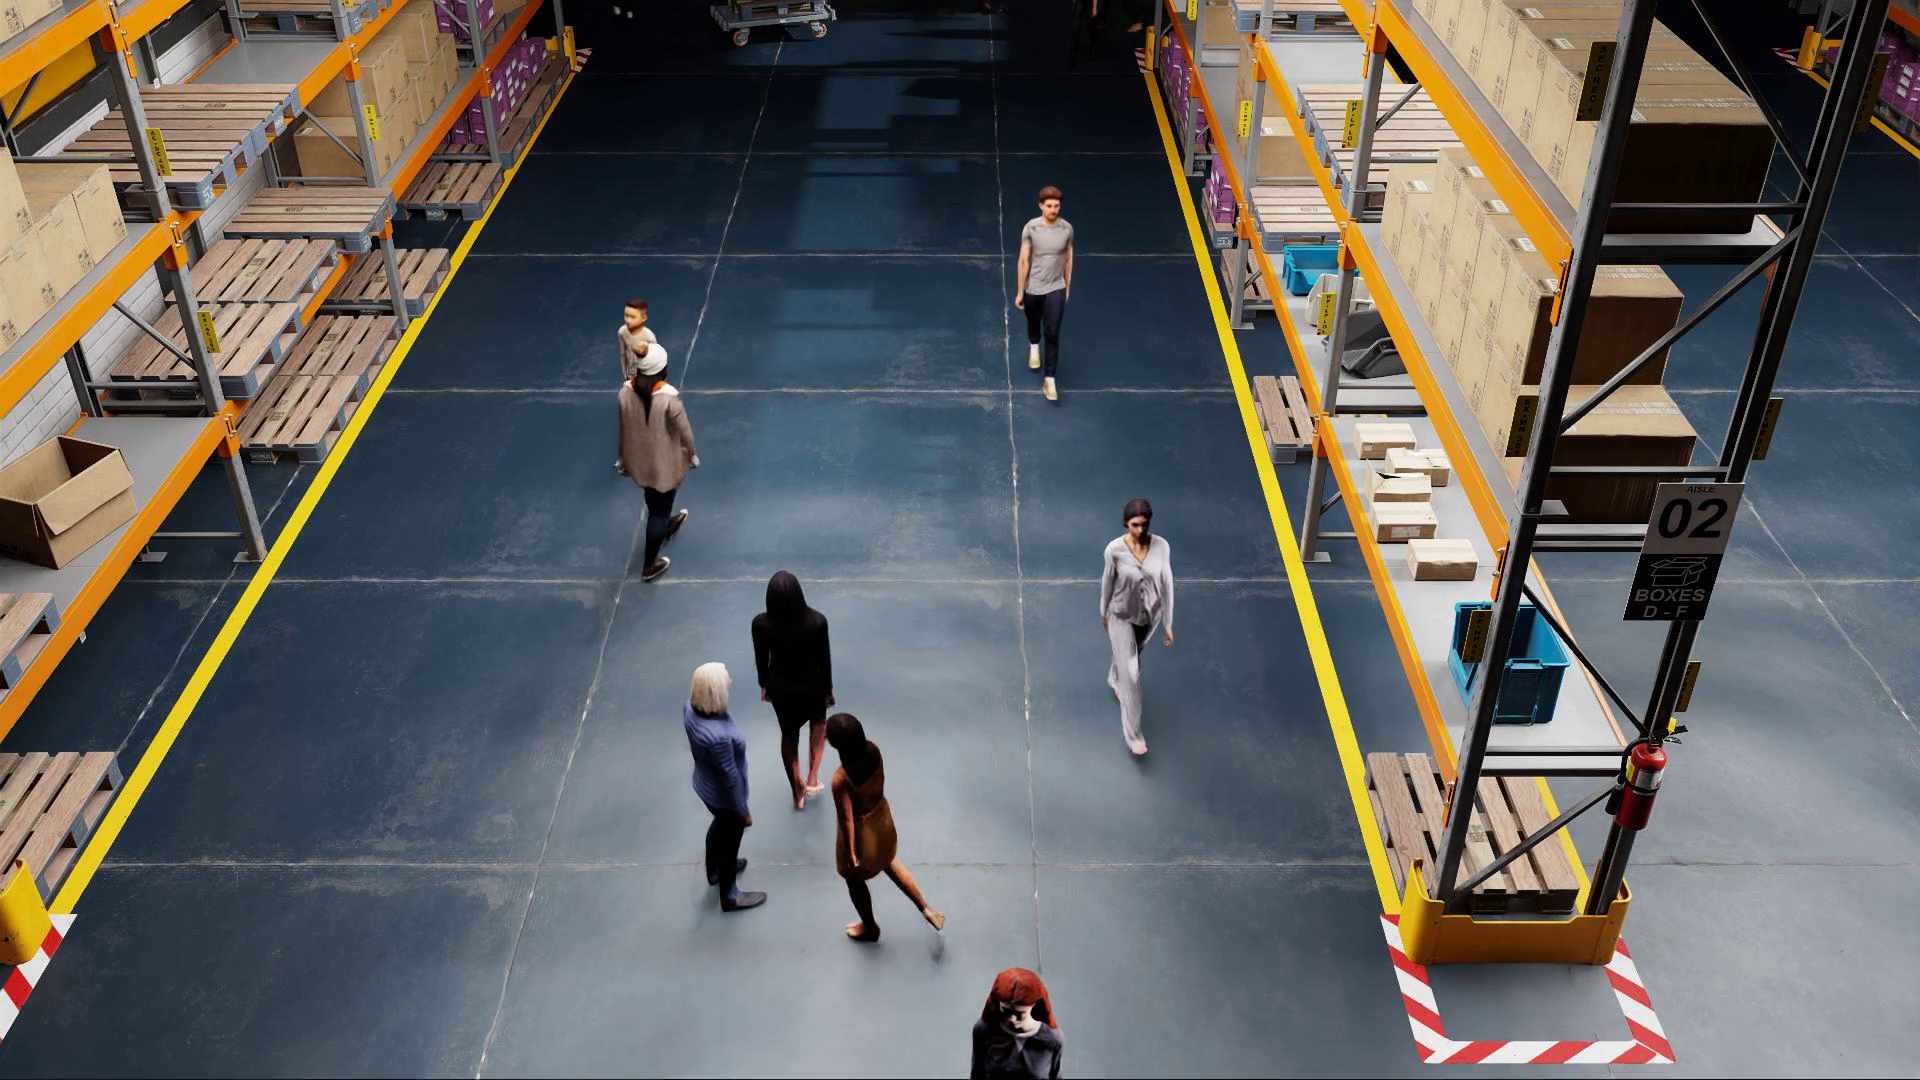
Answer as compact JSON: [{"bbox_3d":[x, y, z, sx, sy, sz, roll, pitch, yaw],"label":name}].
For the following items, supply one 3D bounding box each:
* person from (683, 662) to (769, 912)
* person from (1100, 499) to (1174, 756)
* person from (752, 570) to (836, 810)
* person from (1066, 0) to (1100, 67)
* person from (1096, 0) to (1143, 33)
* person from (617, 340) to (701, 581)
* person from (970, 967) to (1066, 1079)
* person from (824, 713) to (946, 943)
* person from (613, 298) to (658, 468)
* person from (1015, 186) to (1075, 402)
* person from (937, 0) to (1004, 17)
[{"bbox_3d":[-1.357,1.415,9.344,0.805,1.742,0.674,-17,37,-24],"label":"person"},{"bbox_3d":[1.114,0.449,10.820,0.771,1.716,1.188,-7,34,-11],"label":"person"},{"bbox_3d":[-0.994,0.963,10.059,0.627,1.704,0.622,-1,34,-1],"label":"person"},{"bbox_3d":[1.745,-7.273,22.539,0.883,1.604,1.149,15,36,21],"label":"person"},{"bbox_3d":[2.340,-8.000,23.622,0.904,1.616,1.032,8,34,12],"label":"person"},{"bbox_3d":[-2.302,-0.558,12.203,0.995,1.863,1.178,15,36,21],"label":"person"},{"bbox_3d":[0.260,2.579,7.559,0.602,1.779,0.542,6,34,9],"label":"person"},{"bbox_3d":[-0.473,1.617,9.111,0.876,1.663,0.891,20,38,27],"label":"person"},{"bbox_3d":[-2.570,-1.347,13.770,0.785,1.443,0.949,13,36,19],"label":"person"},{"bbox_3d":[0.724,-2.268,14.785,0.654,1.852,1.171,0,34,0],"label":"person"},{"bbox_3d":[-0.022,-8.525,24.233,0.994,1.814,1.235,9,35,13],"label":"person"}]
